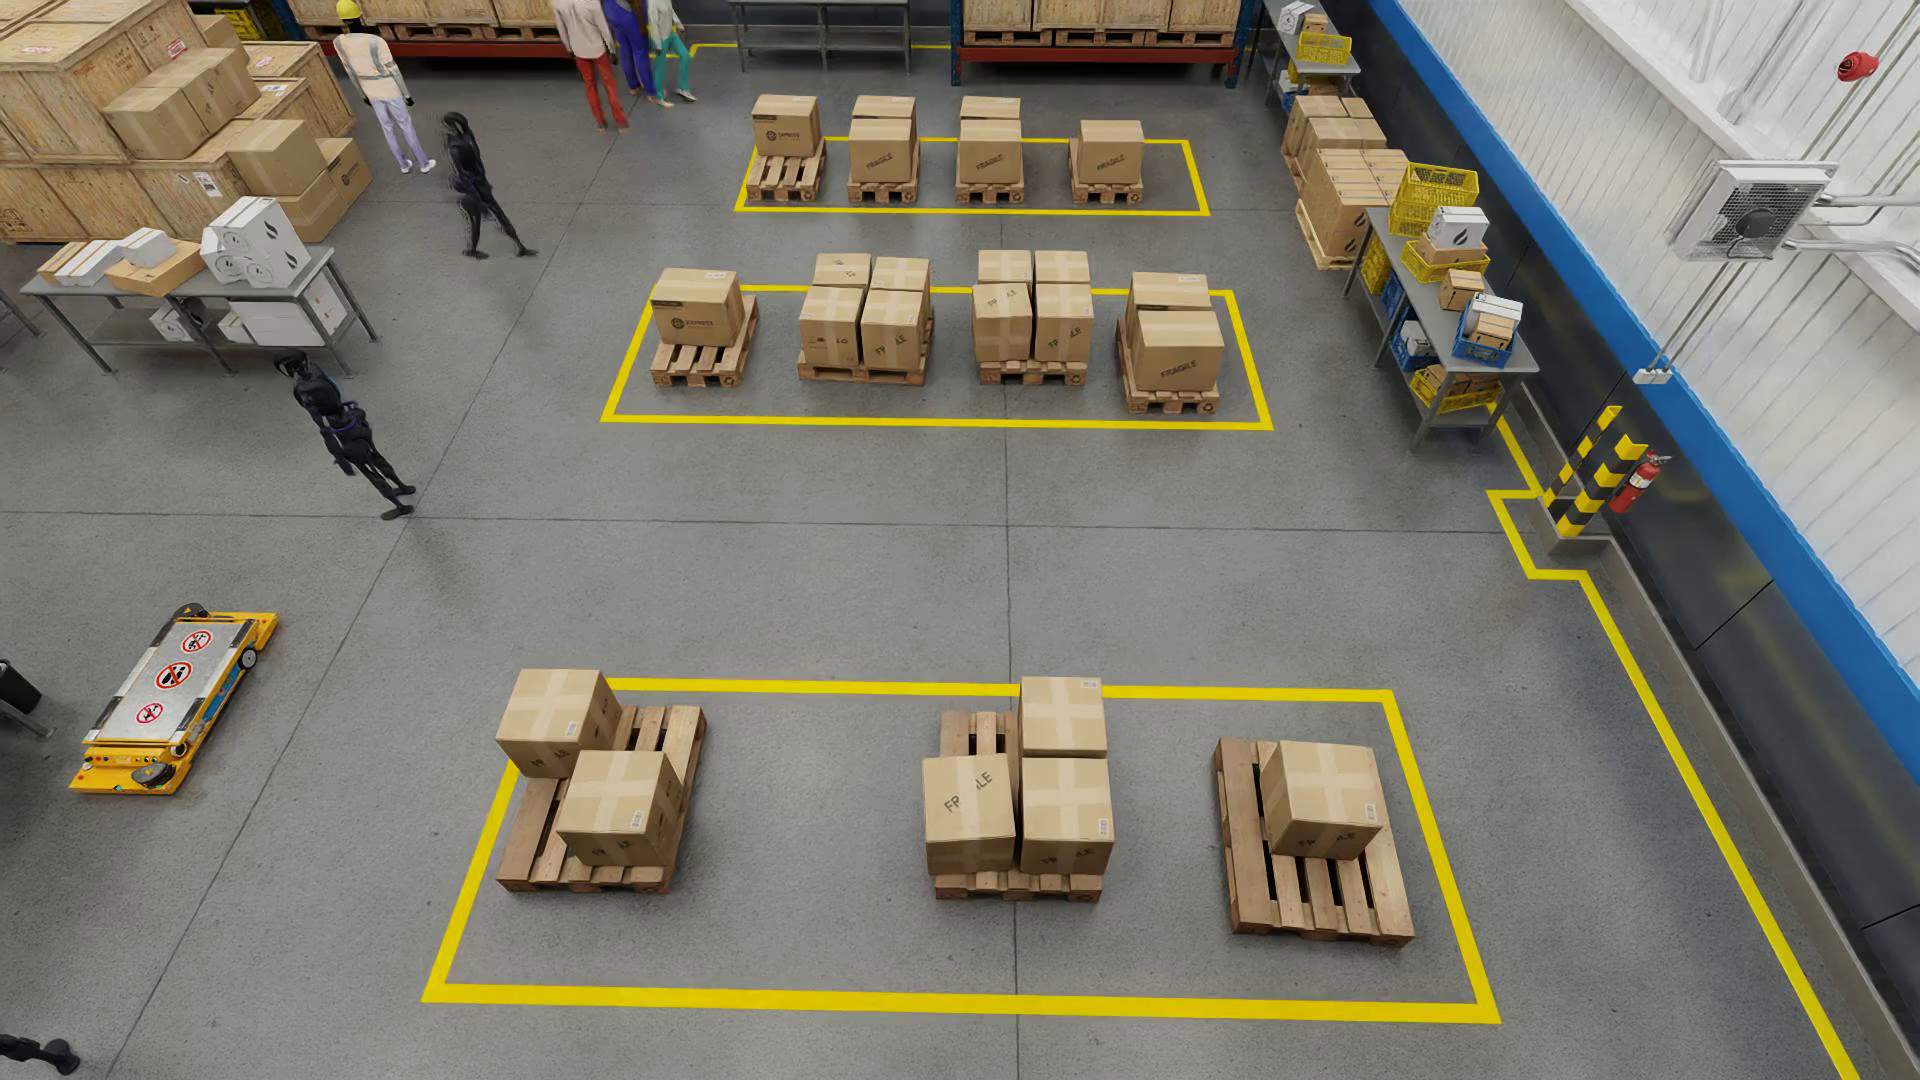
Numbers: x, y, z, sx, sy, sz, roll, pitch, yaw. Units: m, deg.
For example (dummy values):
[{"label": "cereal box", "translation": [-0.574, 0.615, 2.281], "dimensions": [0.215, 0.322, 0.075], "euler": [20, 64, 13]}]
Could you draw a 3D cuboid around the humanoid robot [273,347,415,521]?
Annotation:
[{"label": "humanoid robot", "translation": [-4.779, -0.828, 7.144], "dimensions": [0.310, 1.654, 0.561], "euler": [-15, 51, -12]}]

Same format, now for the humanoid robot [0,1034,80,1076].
[{"label": "humanoid robot", "translation": [-5.070, 2.423, 4.392], "dimensions": [0.324, 1.652, 0.574], "euler": [18, 52, 15]}]

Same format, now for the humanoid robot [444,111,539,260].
[{"label": "humanoid robot", "translation": [-5.090, -3.669, 9.584], "dimensions": [0.791, 1.621, 0.579], "euler": [5, 50, 4]}]

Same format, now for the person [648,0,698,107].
[{"label": "person", "translation": [-3.855, -6.597, 11.998], "dimensions": [0.637, 1.709, 0.543], "euler": [9, 50, 7]}]

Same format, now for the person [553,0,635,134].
[{"label": "person", "translation": [-4.584, -6.092, 11.408], "dimensions": [0.642, 1.976, 0.407], "euler": [4, 50, 3]}]

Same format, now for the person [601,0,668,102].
[{"label": "person", "translation": [-4.337, -6.879, 12.028], "dimensions": [0.684, 2.000, 0.536], "euler": [28, 55, 22]}]

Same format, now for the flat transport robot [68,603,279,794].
[{"label": "flat transport robot", "translation": [-5.504, 1.072, 6.442], "dimensions": [0.652, 0.197, 1.431], "euler": [1, 50, 1]}]

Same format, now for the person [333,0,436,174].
[{"label": "person", "translation": [-6.769, -5.276, 10.754], "dimensions": [0.586, 1.919, 0.398], "euler": [-3, 50, -3]}]
